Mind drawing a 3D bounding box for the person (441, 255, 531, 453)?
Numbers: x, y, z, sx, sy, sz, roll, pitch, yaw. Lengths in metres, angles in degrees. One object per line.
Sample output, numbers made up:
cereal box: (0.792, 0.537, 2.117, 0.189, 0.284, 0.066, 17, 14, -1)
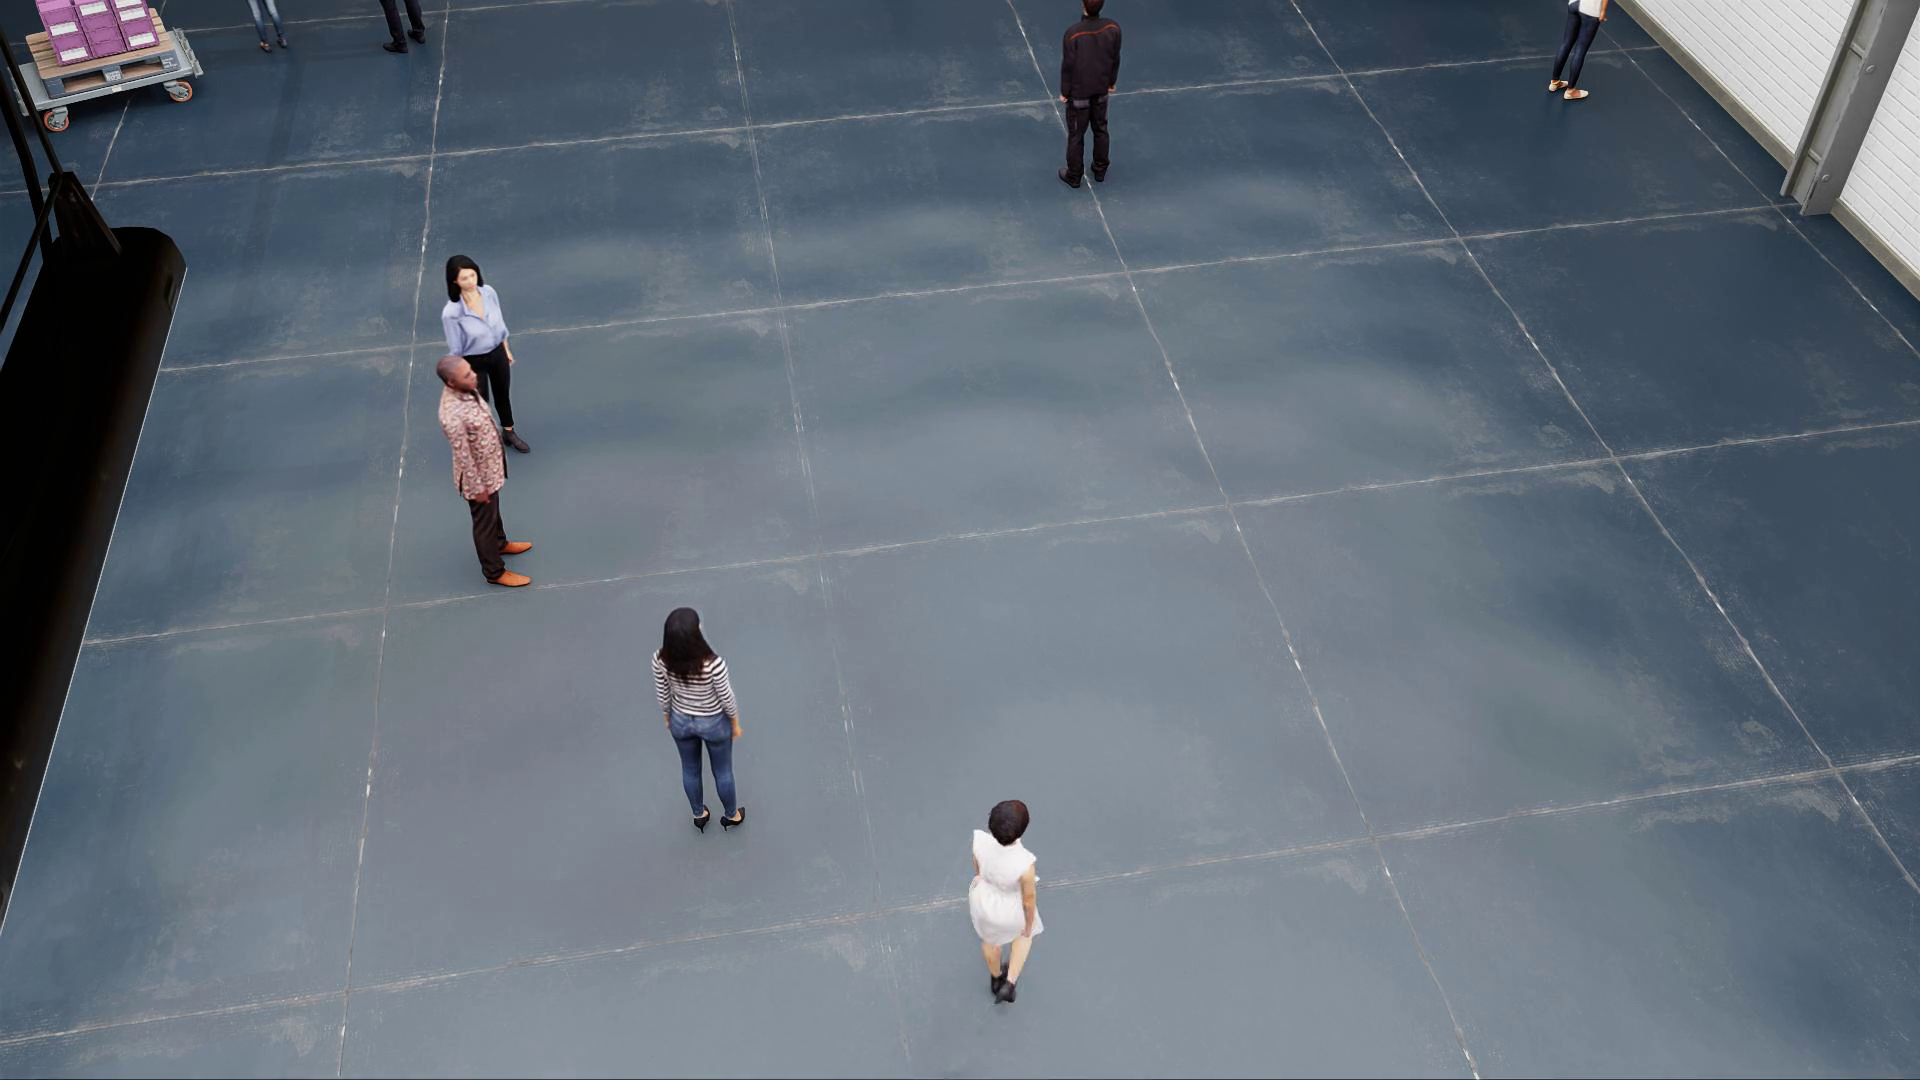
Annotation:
person: (-3.408, -1.283, 11.897, 0.770, 1.744, 0.726, 29, 51, 27)

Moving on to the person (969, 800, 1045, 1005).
person: (0.191, 1.944, 8.655, 0.704, 1.543, 0.782, 19, 47, 19)

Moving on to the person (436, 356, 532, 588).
person: (-3.198, -0.477, 11.005, 0.739, 1.808, 0.526, -5, 44, -5)

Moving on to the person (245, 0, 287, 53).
person: (-7.076, -5.559, 16.703, 0.538, 1.307, 0.577, -27, 50, -26)

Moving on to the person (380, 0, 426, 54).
person: (-5.707, -5.781, 16.548, 0.859, 1.842, 0.791, 24, 49, 23)

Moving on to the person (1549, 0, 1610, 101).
person: (5.971, -5.084, 15.858, 0.697, 1.785, 0.550, -19, 47, -18)

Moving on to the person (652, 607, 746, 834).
person: (-1.471, 1.049, 9.412, 0.646, 1.796, 0.603, 7, 44, 7)

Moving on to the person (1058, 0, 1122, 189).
person: (1.130, -3.987, 14.668, 0.769, 1.838, 0.646, -16, 46, -16)
